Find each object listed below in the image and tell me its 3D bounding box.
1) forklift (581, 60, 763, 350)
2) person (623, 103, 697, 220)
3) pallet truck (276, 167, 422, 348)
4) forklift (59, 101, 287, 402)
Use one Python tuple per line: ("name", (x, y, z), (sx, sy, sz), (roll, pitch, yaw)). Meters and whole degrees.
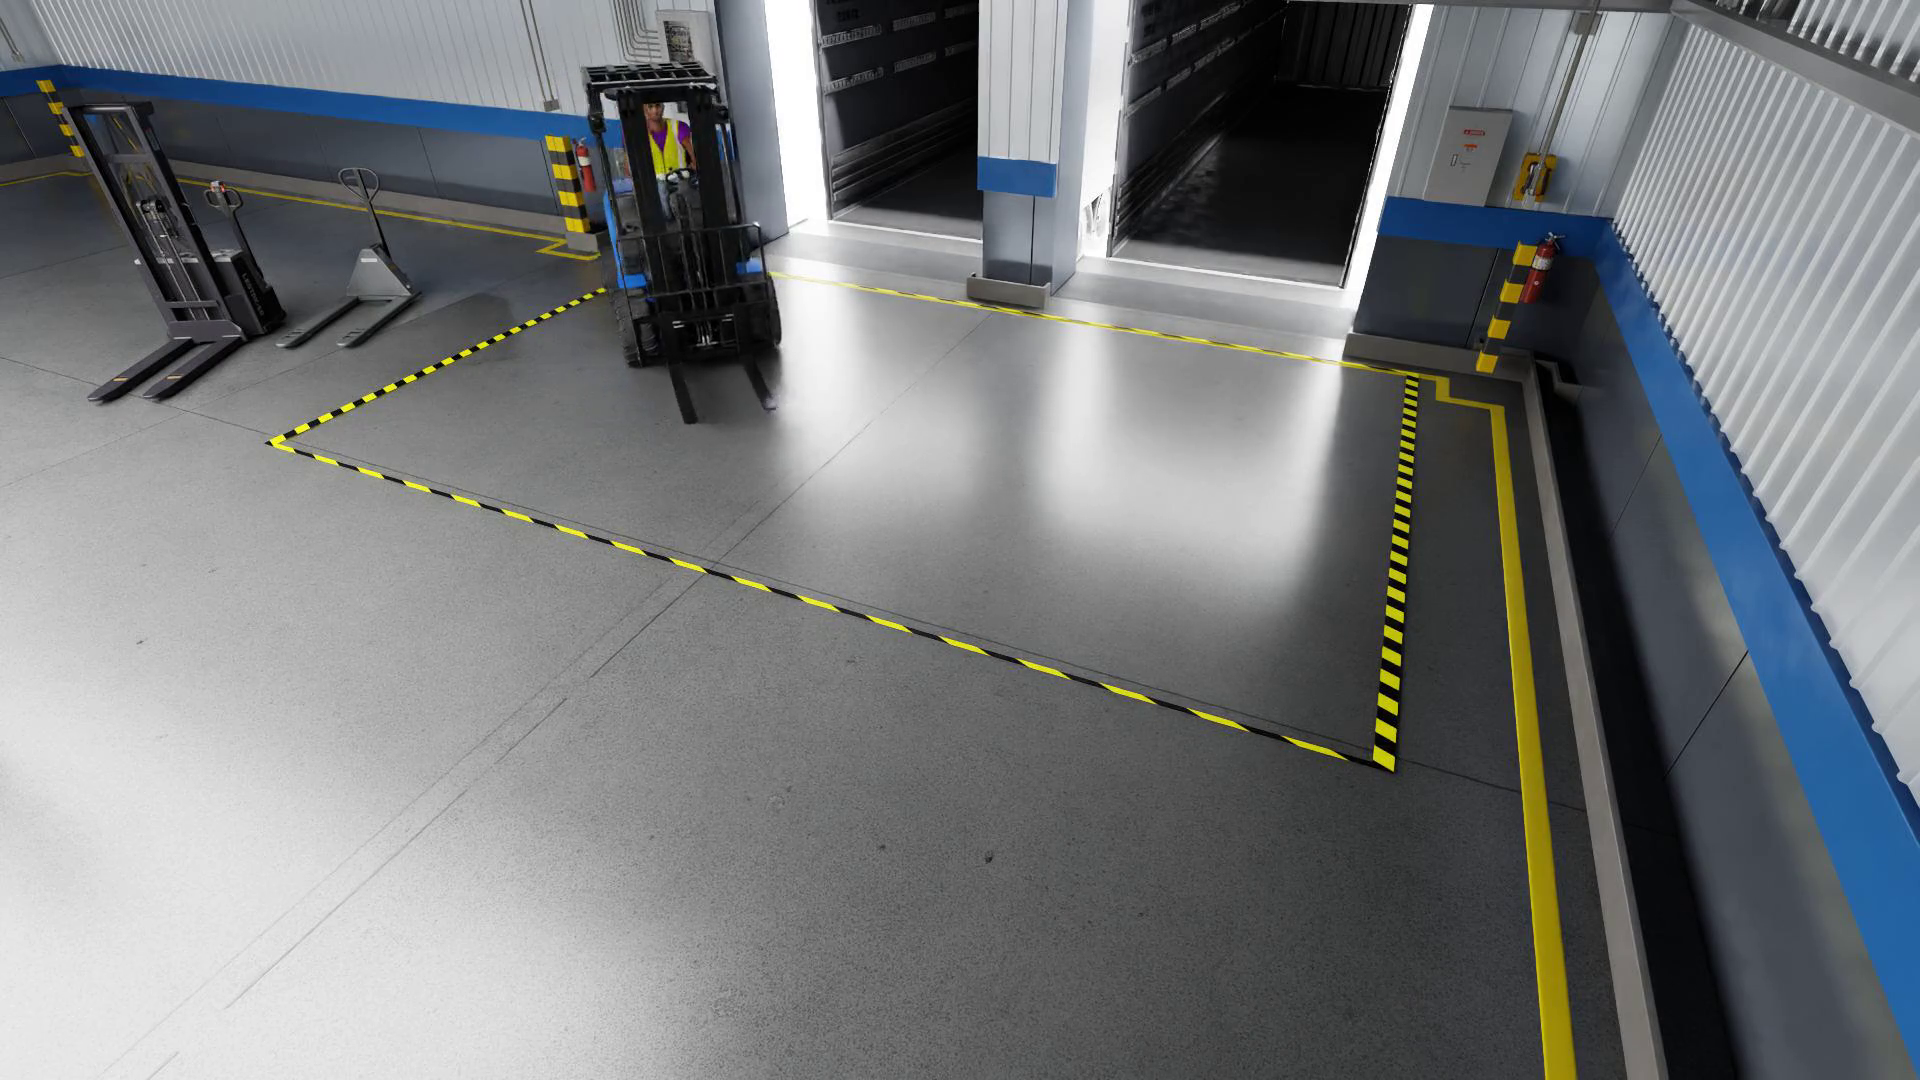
("forklift", (-2.545, -3.024, 8.036), (1.157, 2.036, 2.680), (-12, 37, -17))
("person", (-2.530, -3.144, 7.880), (0.635, 1.293, 1.002), (-12, 37, -17))
("pallet truck", (-5.732, -2.611, 8.414), (0.680, 1.201, 1.601), (-1, 35, -1))
("forklift", (-6.686, -2.387, 7.434), (0.823, 1.965, 1.885), (-3, 35, -5))
